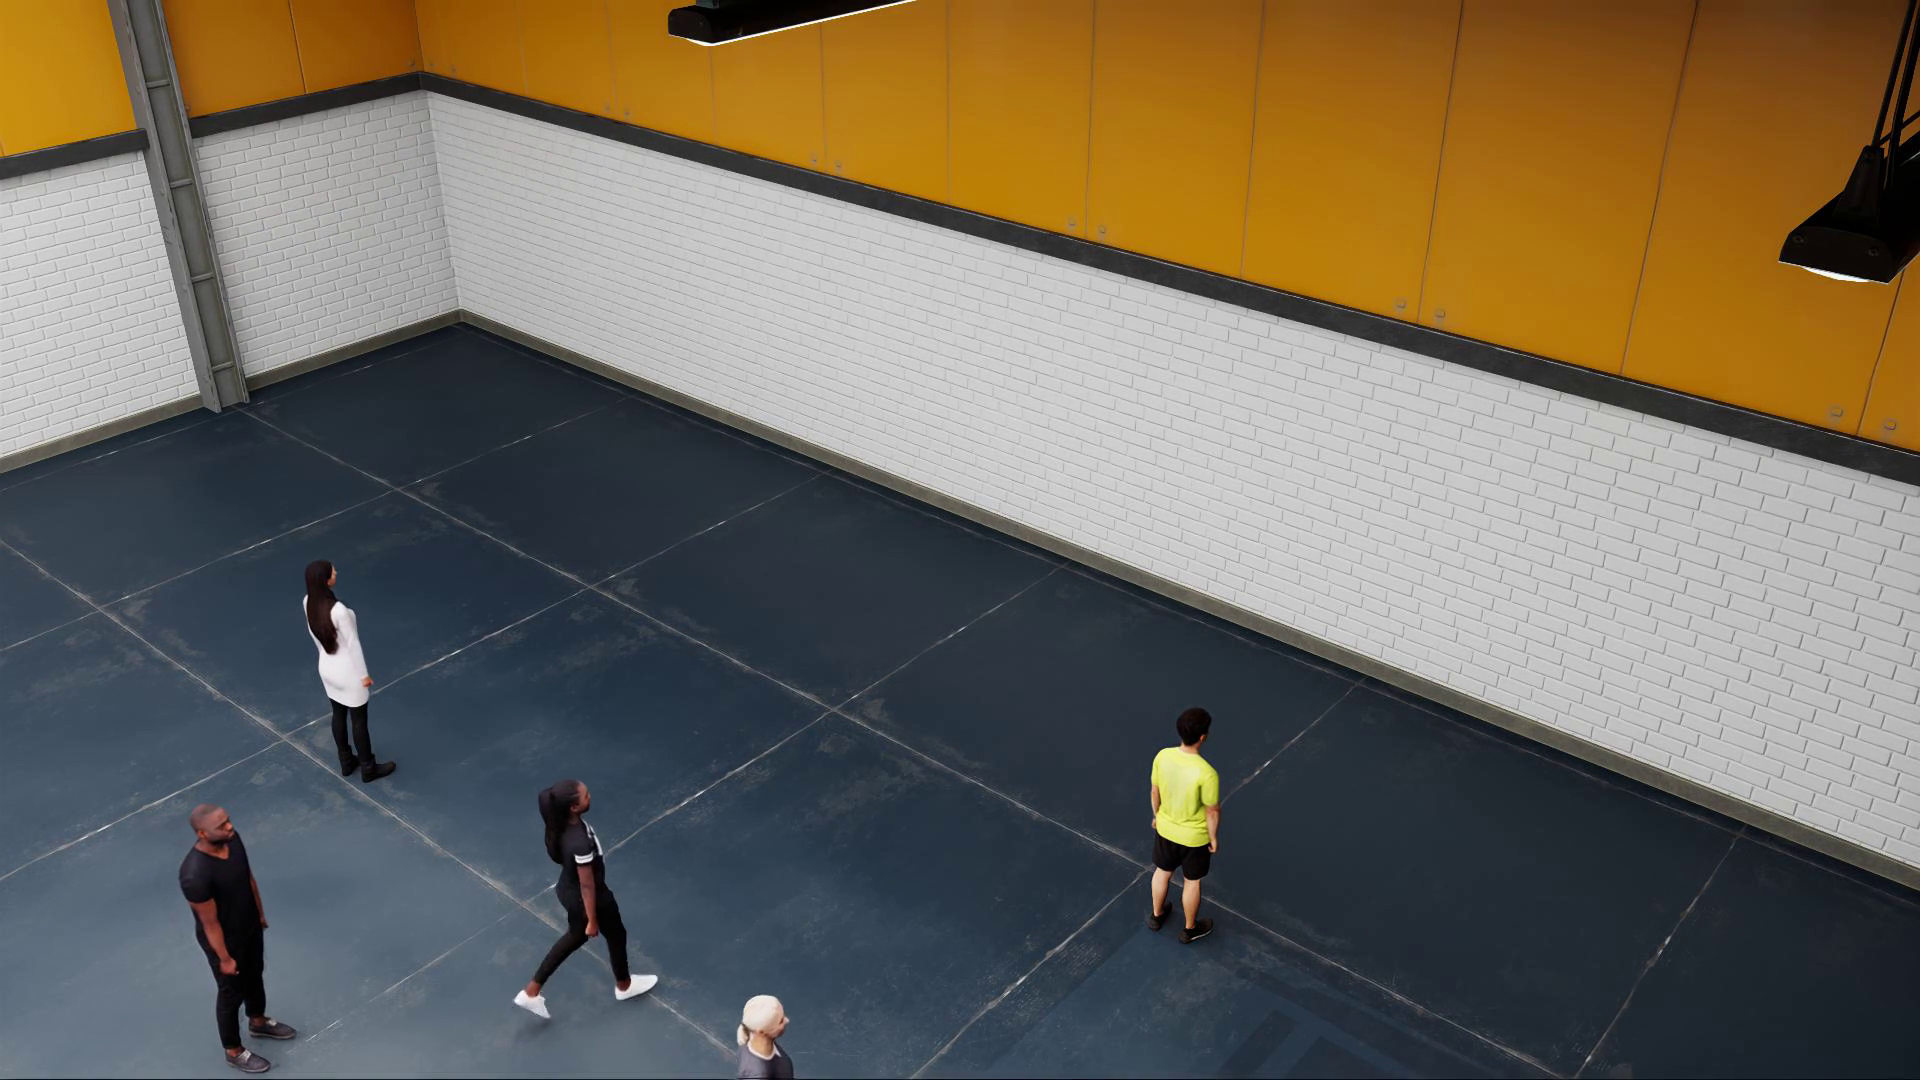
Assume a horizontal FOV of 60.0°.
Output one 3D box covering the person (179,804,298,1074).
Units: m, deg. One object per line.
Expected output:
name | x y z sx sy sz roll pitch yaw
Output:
person | -4.198 2.265 9.556 0.808 1.815 0.683 5 29 8

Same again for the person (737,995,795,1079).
person | -1.065 2.960 8.392 0.938 1.709 0.874 -4 29 -8

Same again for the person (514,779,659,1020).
person | -2.302 2.158 9.868 1.176 1.703 0.845 -17 33 -28

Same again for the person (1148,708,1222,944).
person | 1.417 1.801 10.517 0.633 1.709 0.532 20 34 32

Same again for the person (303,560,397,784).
person | -4.465 0.944 11.983 0.638 1.809 0.583 16 32 27
